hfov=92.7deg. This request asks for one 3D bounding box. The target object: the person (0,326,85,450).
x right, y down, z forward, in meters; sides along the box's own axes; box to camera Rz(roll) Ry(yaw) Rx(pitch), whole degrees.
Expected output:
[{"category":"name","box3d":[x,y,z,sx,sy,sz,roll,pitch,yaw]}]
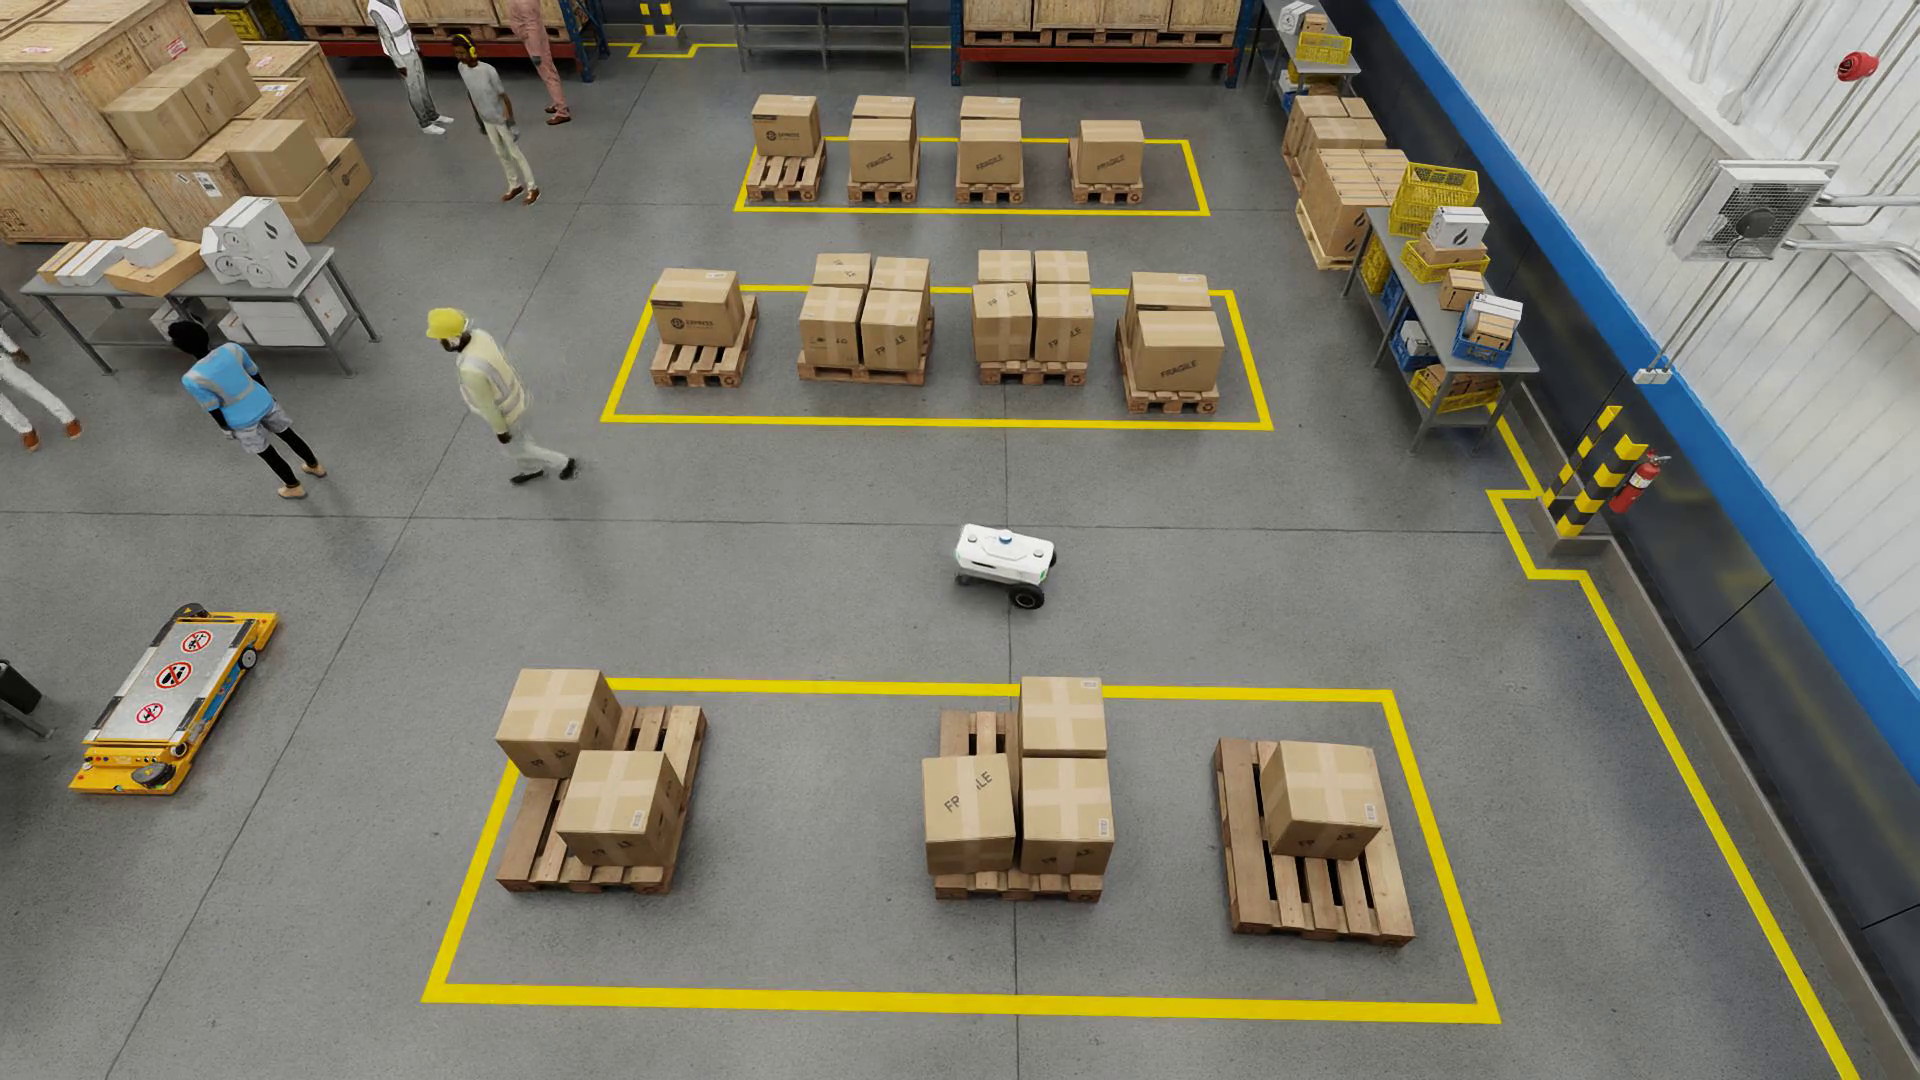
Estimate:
[{"category":"person","box3d":[-8.218,-1.551,7.626,0.658,1.876,0.354,-24,54,-19]}]

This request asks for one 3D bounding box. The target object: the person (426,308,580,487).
[{"category":"person","box3d":[-3.592,-1.080,7.263,0.609,1.812,0.622,-13,51,-11]}]

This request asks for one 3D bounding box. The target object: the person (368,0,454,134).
[{"category":"person","box3d":[-6.937,-6.074,11.426,0.389,1.911,0.591,-1,50,-1]}]

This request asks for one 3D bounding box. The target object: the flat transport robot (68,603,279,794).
[{"category":"flat transport robot","box3d":[-5.504,1.072,6.442,0.652,0.197,1.431,1,50,1]}]

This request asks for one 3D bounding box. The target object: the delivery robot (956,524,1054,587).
[{"category":"delivery robot","box3d":[0.339,0.112,7.010,0.707,0.478,0.477,13,51,11]}]

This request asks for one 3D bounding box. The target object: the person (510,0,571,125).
[{"category":"person","box3d":[-5.397,-6.294,11.615,0.409,1.903,0.639,-13,51,-11]}]

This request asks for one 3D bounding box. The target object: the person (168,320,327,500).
[{"category":"person","box3d":[-5.658,-1.021,7.283,0.318,1.700,0.536,11,51,9]}]

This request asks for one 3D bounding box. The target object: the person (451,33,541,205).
[{"category":"person","box3d":[-5.212,-4.693,10.281,0.533,1.868,0.310,14,51,11]}]
